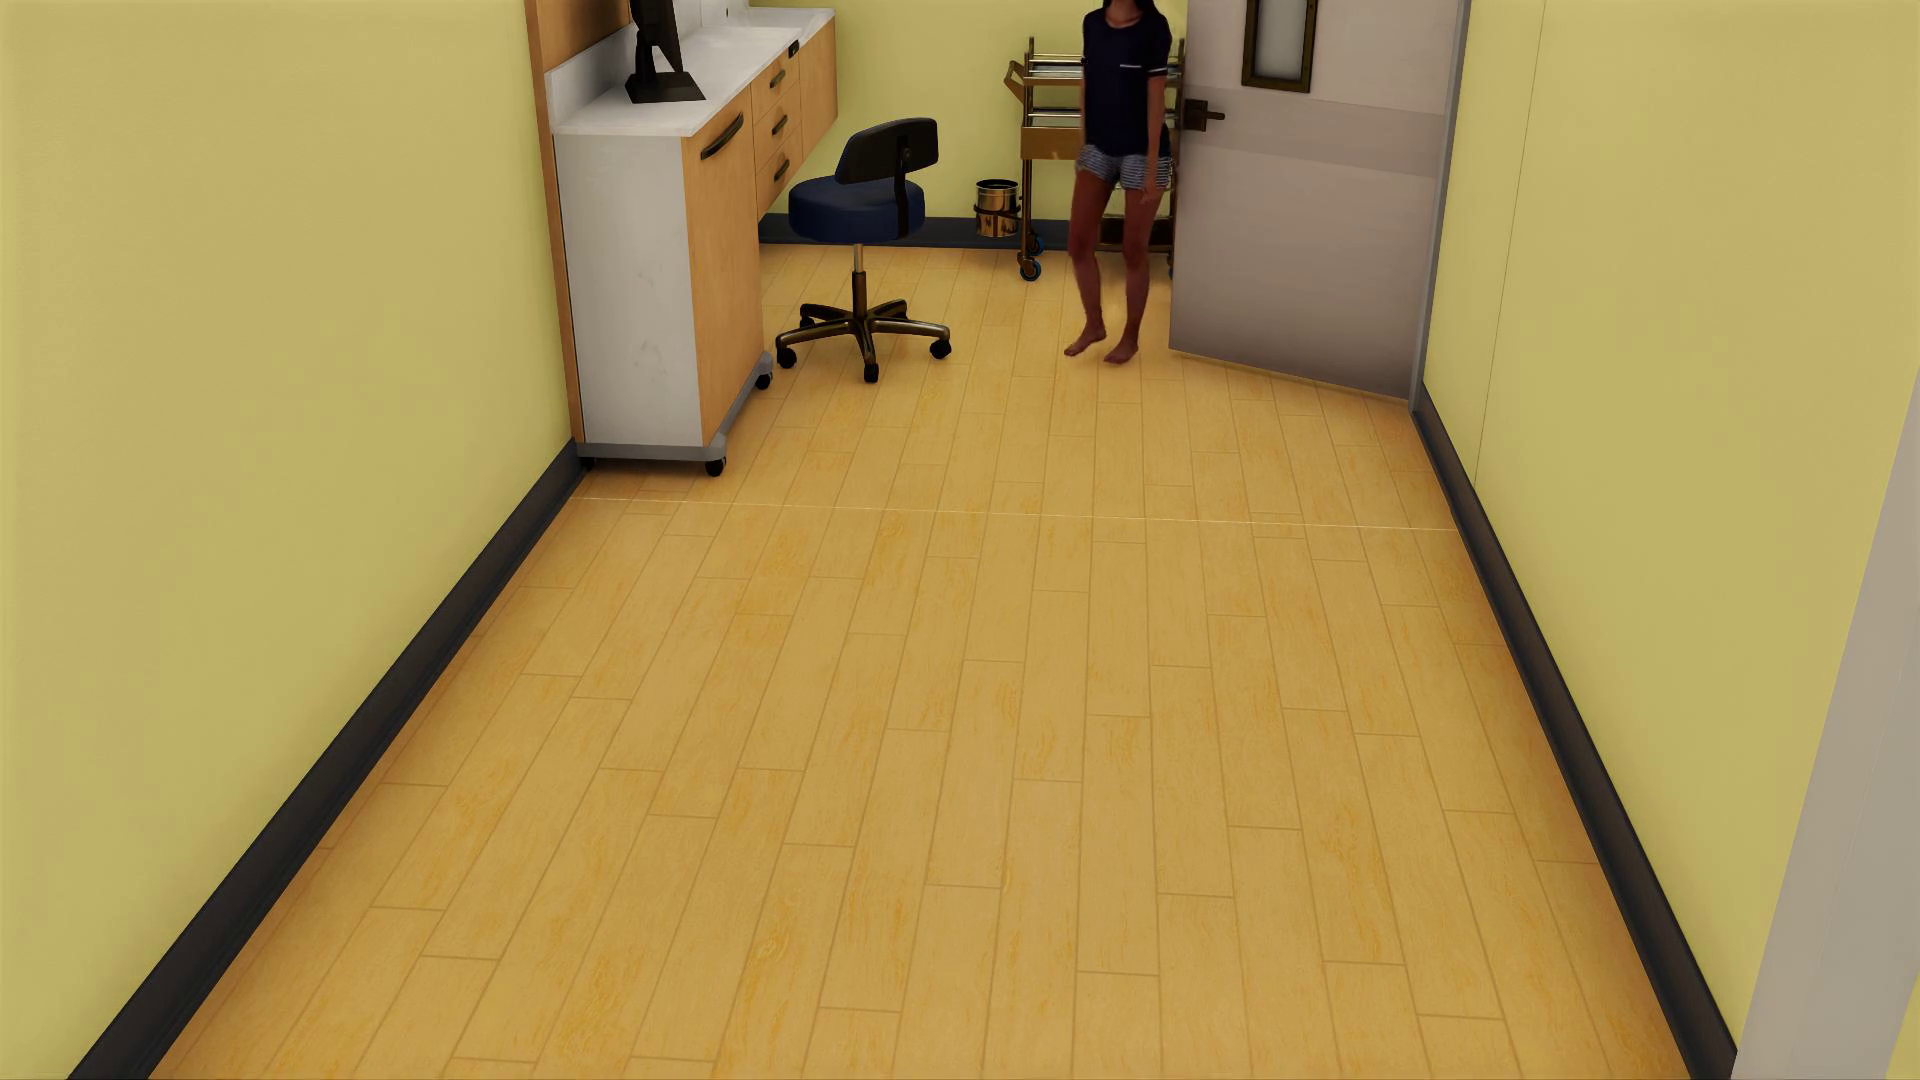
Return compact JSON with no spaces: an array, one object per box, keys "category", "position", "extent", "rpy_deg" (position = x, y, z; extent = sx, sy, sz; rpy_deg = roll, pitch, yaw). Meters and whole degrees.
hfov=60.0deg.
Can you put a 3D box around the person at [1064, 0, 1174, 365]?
[{"category":"person","position":[0.734,-1.595,6.928],"extent":[0.668,1.748,0.758],"rpy_deg":[14,29,27]}]
